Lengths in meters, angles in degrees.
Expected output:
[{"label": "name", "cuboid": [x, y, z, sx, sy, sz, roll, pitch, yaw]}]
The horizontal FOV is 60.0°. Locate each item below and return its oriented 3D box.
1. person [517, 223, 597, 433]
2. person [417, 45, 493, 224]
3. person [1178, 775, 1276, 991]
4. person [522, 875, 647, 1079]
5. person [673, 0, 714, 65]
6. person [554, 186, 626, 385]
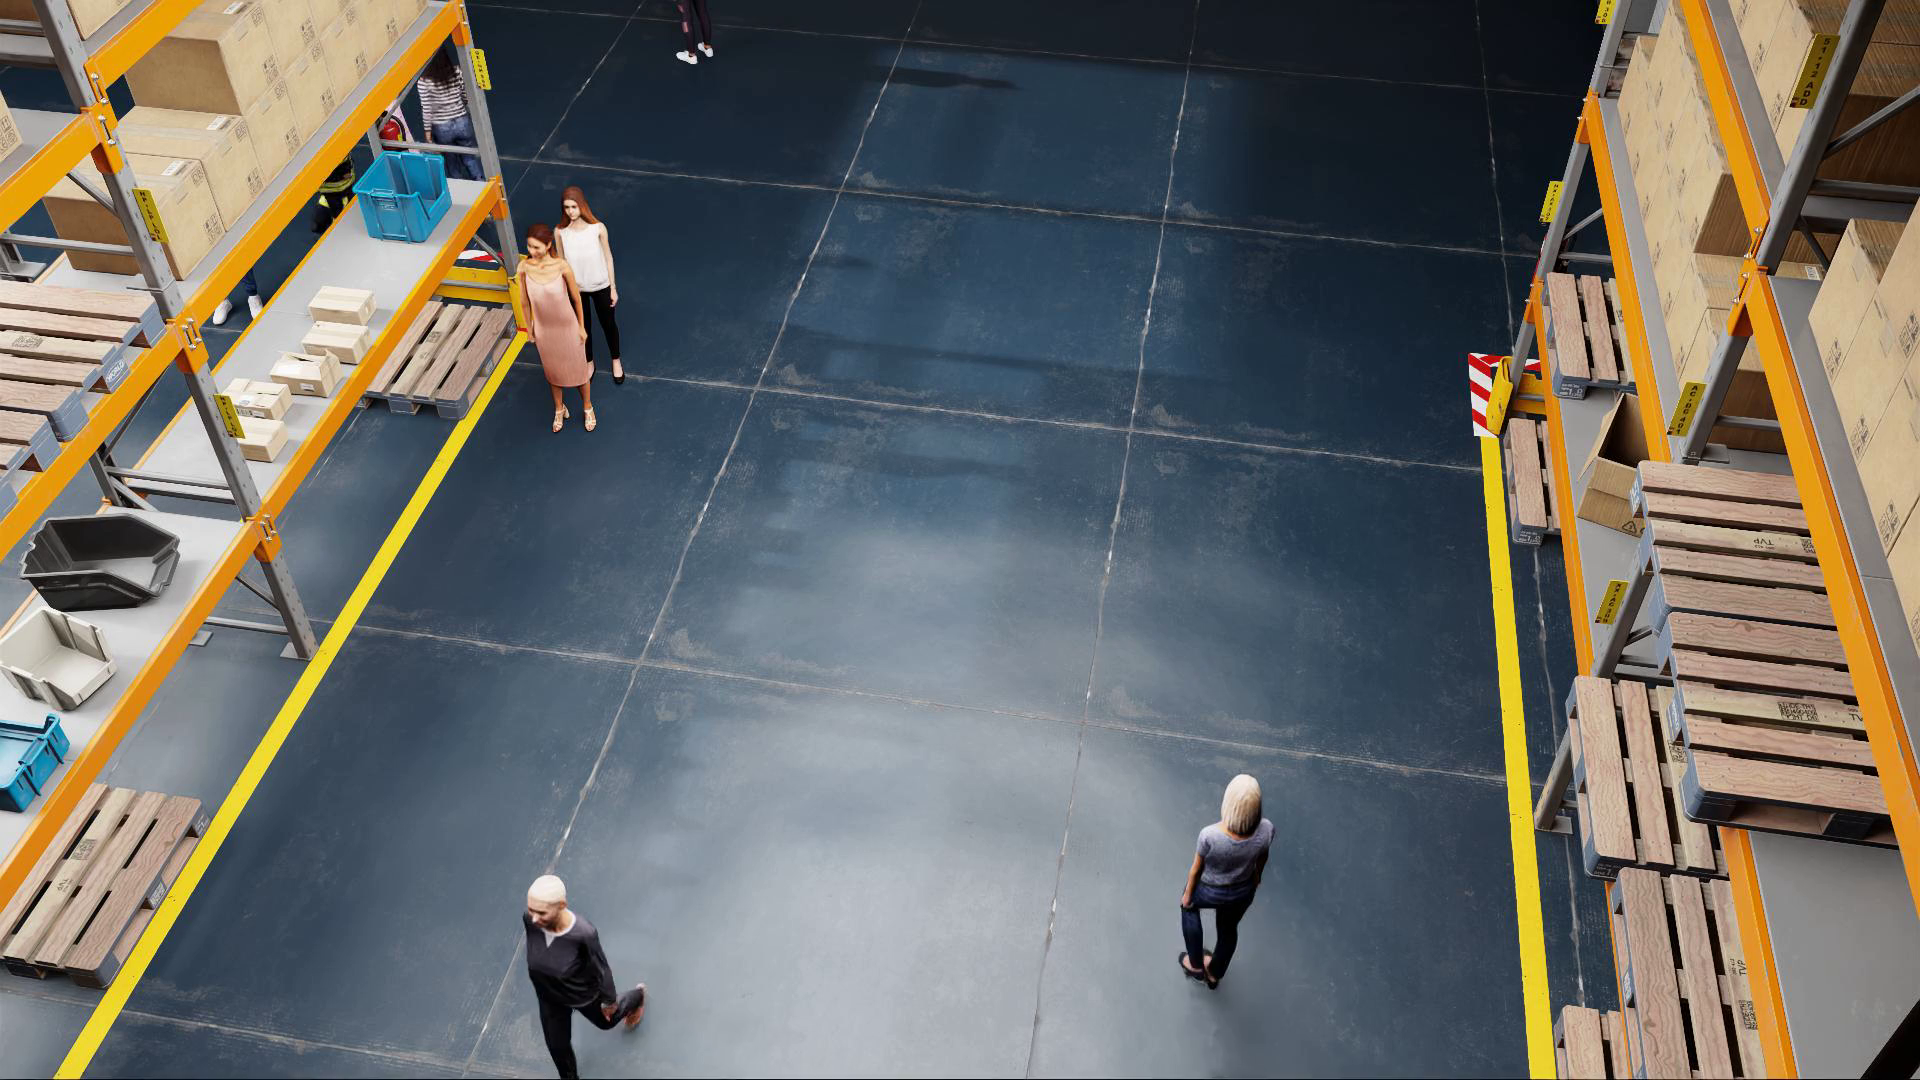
[{"label": "person", "cuboid": [-2.985, -1.574, 12.352, 0.637, 1.831, 0.582, -1, 44, -2]}, {"label": "person", "cuboid": [-4.333, -3.472, 14.385, 0.916, 1.775, 0.963, -31, 51, -28]}, {"label": "person", "cuboid": [1.411, 1.896, 8.794, 0.679, 1.715, 0.648, -5, 44, -5]}, {"label": "person", "cuboid": [-1.931, 2.205, 8.482, 0.729, 1.699, 1.084, 13, 45, 14]}, {"label": "person", "cuboid": [-2.720, -5.615, 16.714, 0.625, 1.666, 0.710, -34, 53, -30]}, {"label": "person", "cuboid": [-2.867, -1.965, 12.842, 0.620, 1.722, 0.581, -4, 44, -4]}]
